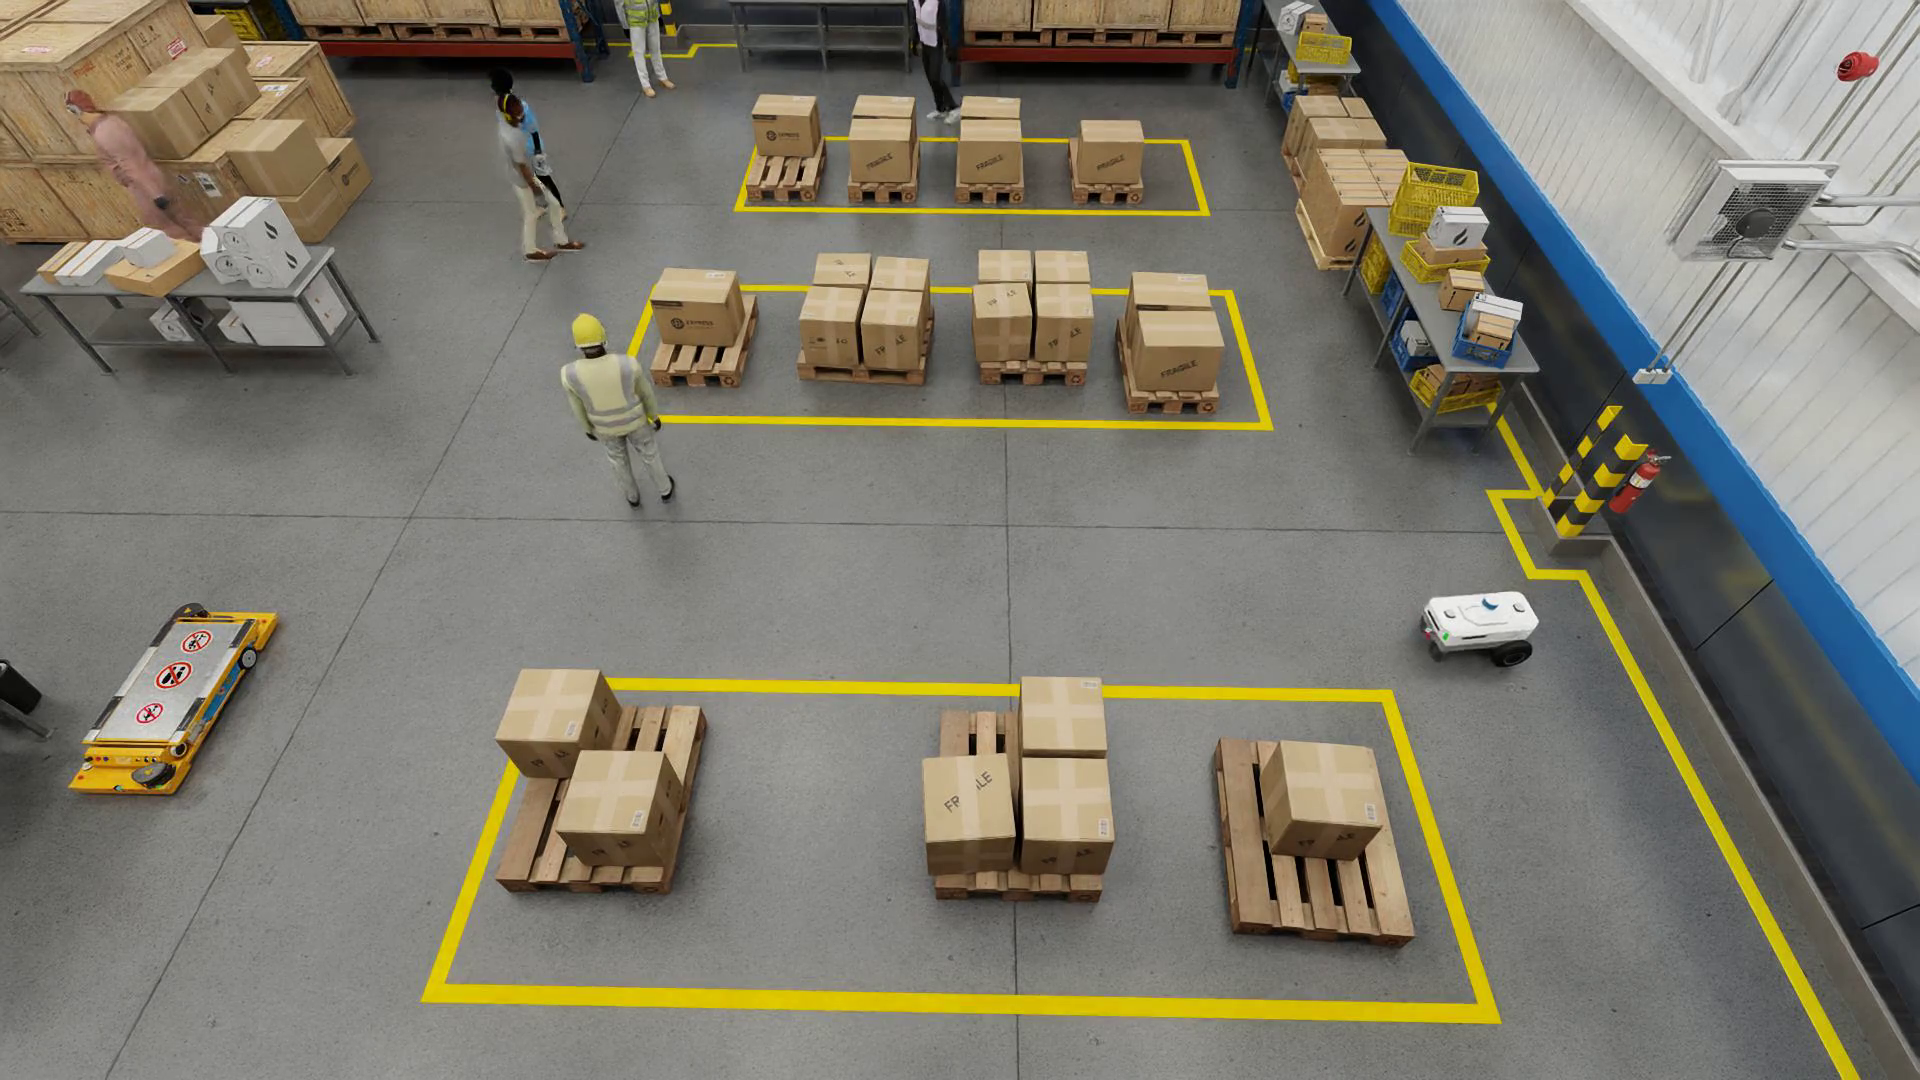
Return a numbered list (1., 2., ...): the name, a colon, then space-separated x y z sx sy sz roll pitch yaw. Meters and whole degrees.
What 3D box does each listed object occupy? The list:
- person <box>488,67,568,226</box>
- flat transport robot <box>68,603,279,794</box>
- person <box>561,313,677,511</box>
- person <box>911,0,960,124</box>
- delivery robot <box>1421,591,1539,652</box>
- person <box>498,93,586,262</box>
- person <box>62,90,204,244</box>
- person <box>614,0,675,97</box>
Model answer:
1. person: -4.760 -4.296 10.056 0.550 1.697 0.317 26 54 20
2. flat transport robot: -5.504 1.072 6.442 0.652 0.197 1.431 1 50 1
3. person: -2.650 -0.958 7.146 0.600 1.827 0.404 -13 51 -11
4. person: -0.357 -6.301 11.636 0.424 1.876 0.624 -30 56 -23
5. delivery robot: 3.742 0.572 6.621 0.707 0.478 0.477 -4 50 -4
6. person: -4.433 -3.702 9.477 0.751 1.809 0.500 -10 51 -9
7. person: -8.318 -3.654 9.407 0.534 1.864 0.657 -19 52 -15
8. person: -4.219 -6.907 12.171 0.429 1.841 0.634 33 57 25
